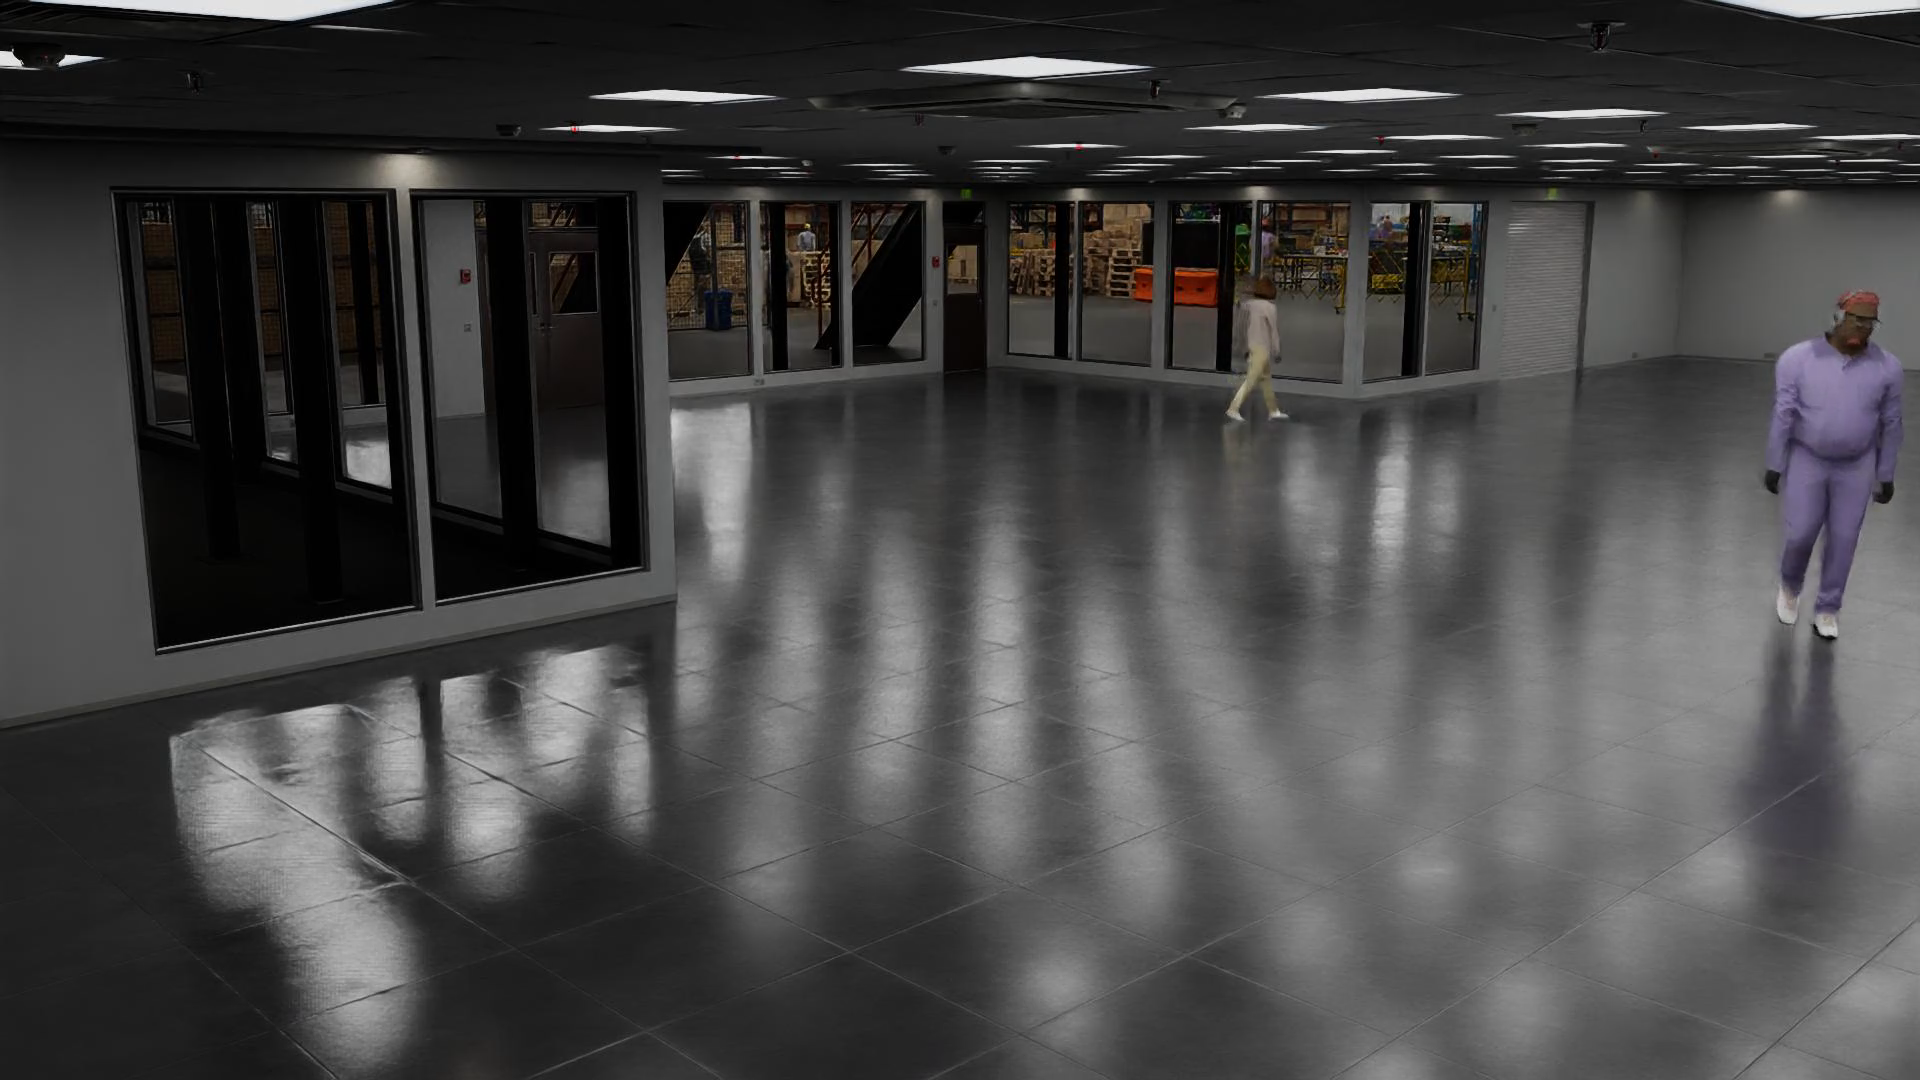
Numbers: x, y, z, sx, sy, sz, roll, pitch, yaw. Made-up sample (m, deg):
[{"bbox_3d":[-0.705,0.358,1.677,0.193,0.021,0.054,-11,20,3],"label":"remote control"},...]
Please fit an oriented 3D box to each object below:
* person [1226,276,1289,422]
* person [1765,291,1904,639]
[{"bbox_3d":[3.273,-2.090,18.223,0.849,1.594,0.517,-4,12,-20],"label":"person"},{"bbox_3d":[4.749,-0.407,9.048,0.671,1.881,0.446,4,12,17],"label":"person"}]
